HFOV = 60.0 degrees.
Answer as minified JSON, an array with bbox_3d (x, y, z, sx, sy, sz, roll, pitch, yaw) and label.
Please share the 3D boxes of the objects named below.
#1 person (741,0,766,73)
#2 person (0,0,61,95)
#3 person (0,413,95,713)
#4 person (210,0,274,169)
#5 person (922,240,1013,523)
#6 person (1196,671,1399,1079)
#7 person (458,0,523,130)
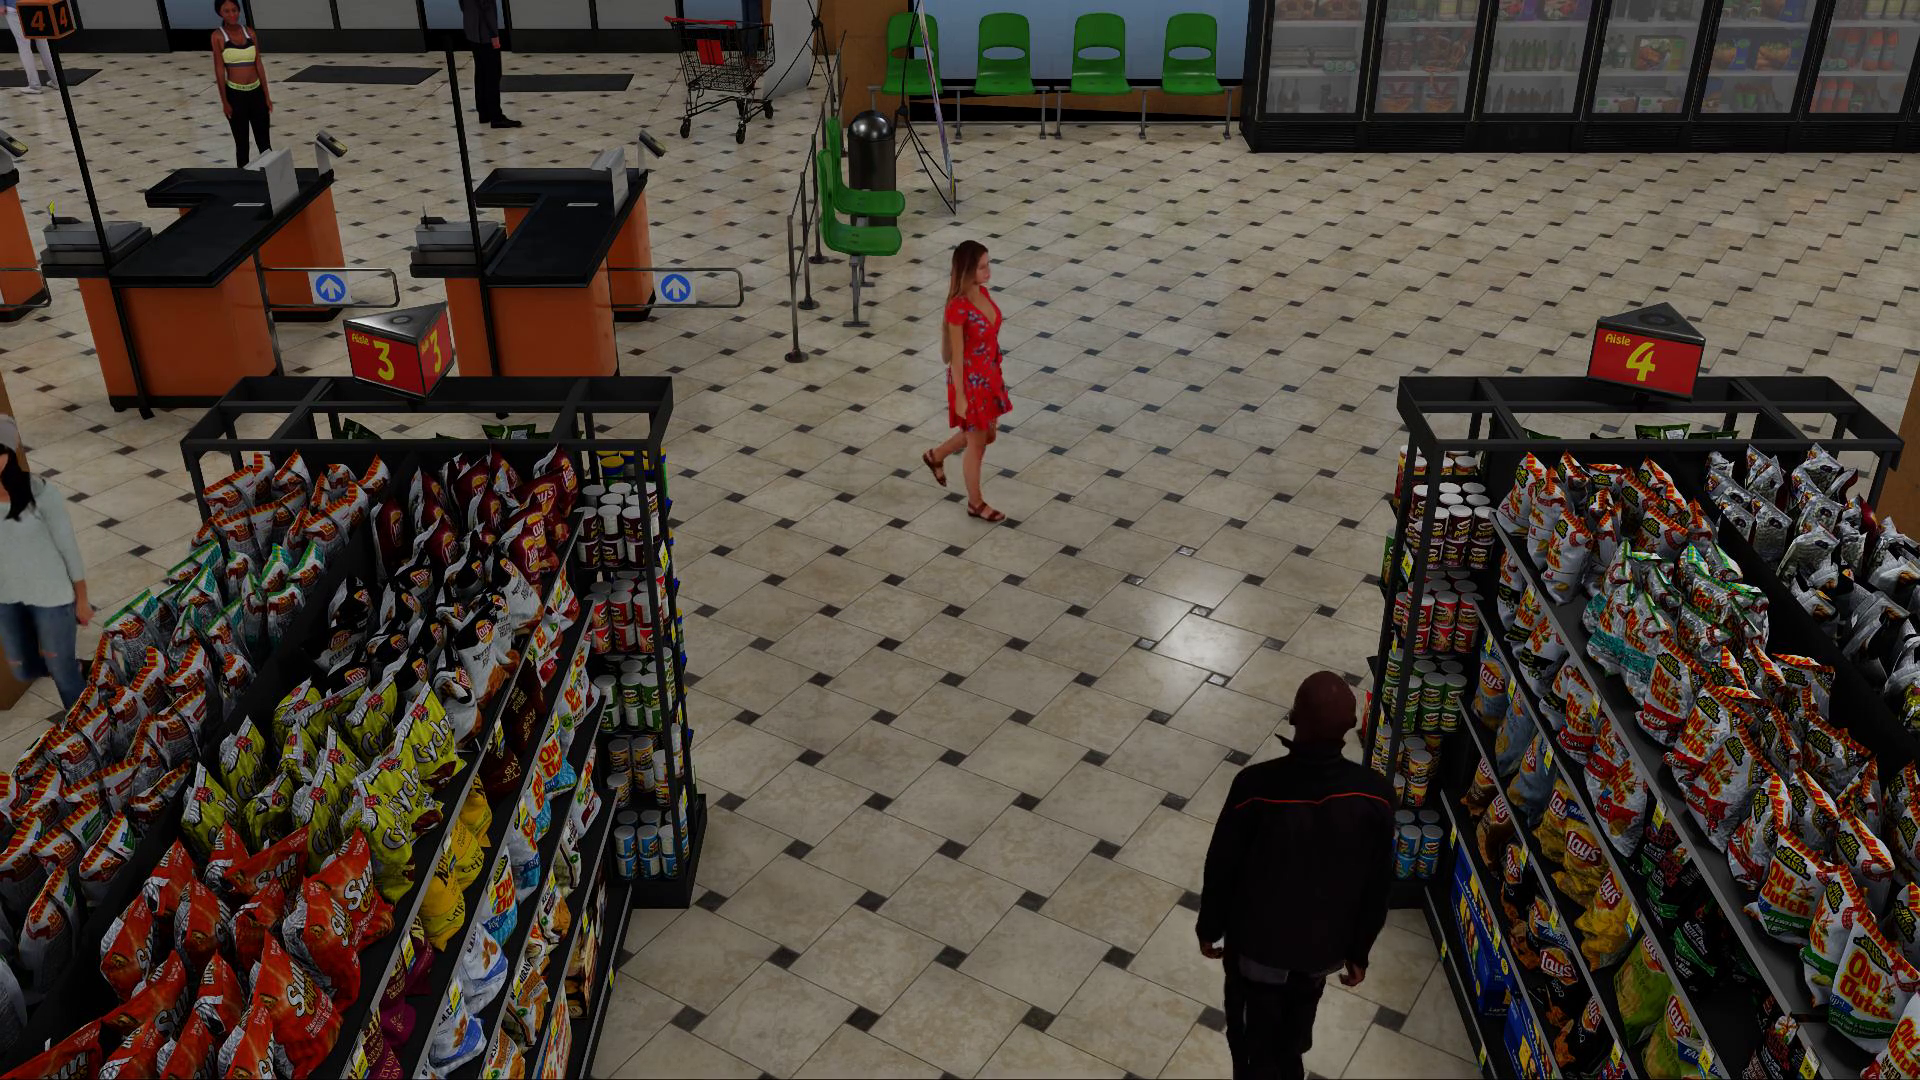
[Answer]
[{"bbox_3d":[-2.318,-6.110,18.369,0.728,1.792,0.612,-14,32,-24],"label":"person"},{"bbox_3d":[-9.846,-5.655,17.436,0.801,1.888,0.690,16,32,27],"label":"person"},{"bbox_3d":[-3.854,0.192,6.988,0.576,1.636,0.755,0,29,0],"label":"person"},{"bbox_3d":[-6.013,-3.697,13.988,0.641,1.755,0.696,-24,37,-37],"label":"person"},{"bbox_3d":[0.000,-0.847,8.952,0.839,1.579,0.833,15,32,26],"label":"person"},{"bbox_3d":[0.989,1.220,4.922,0.689,1.813,1.126,0,29,0],"label":"person"},{"bbox_3d":[-4.661,-4.988,16.263,0.868,1.841,0.778,-21,35,-34],"label":"person"}]
